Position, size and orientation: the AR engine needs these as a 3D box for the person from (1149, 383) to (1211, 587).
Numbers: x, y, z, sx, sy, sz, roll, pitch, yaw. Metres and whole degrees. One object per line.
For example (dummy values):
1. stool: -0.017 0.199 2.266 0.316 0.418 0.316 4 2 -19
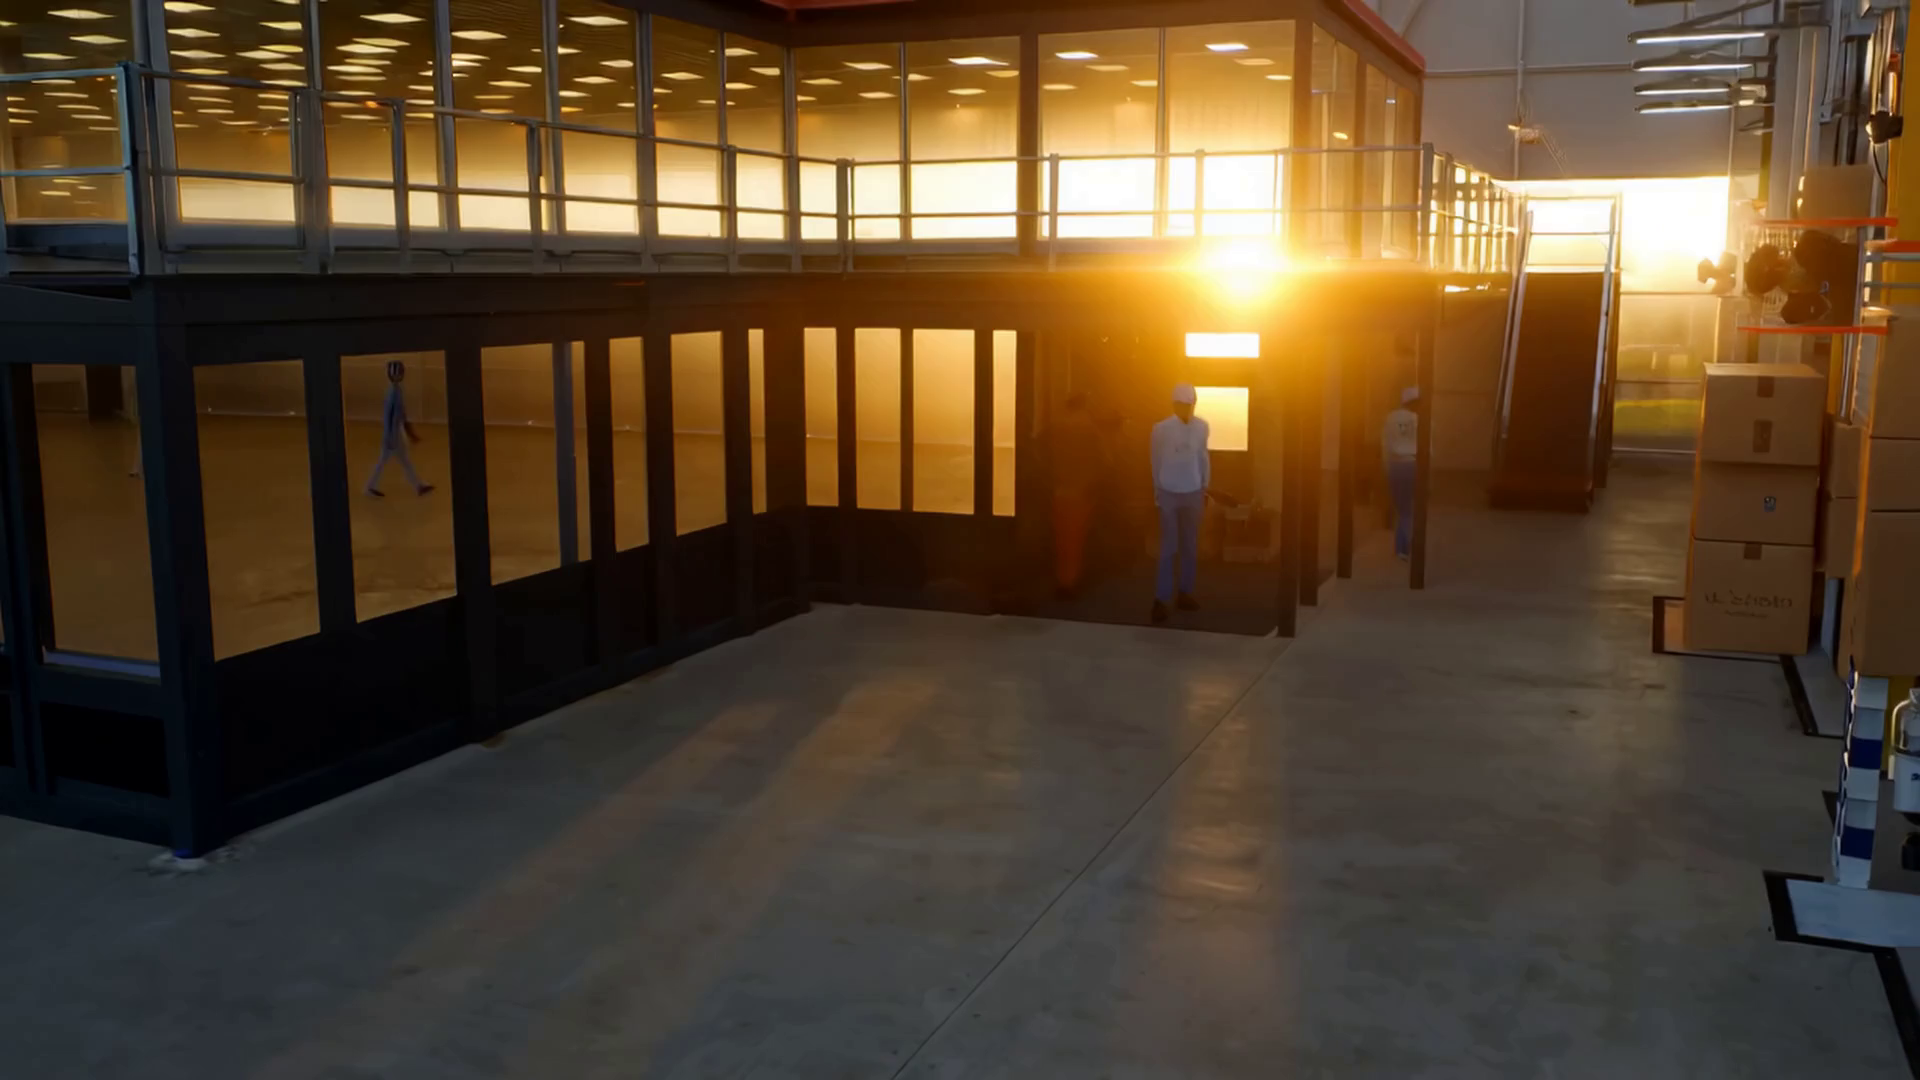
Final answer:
1. person: 2.138 -0.527 16.082 0.616 1.986 0.408 -3 10 -18
